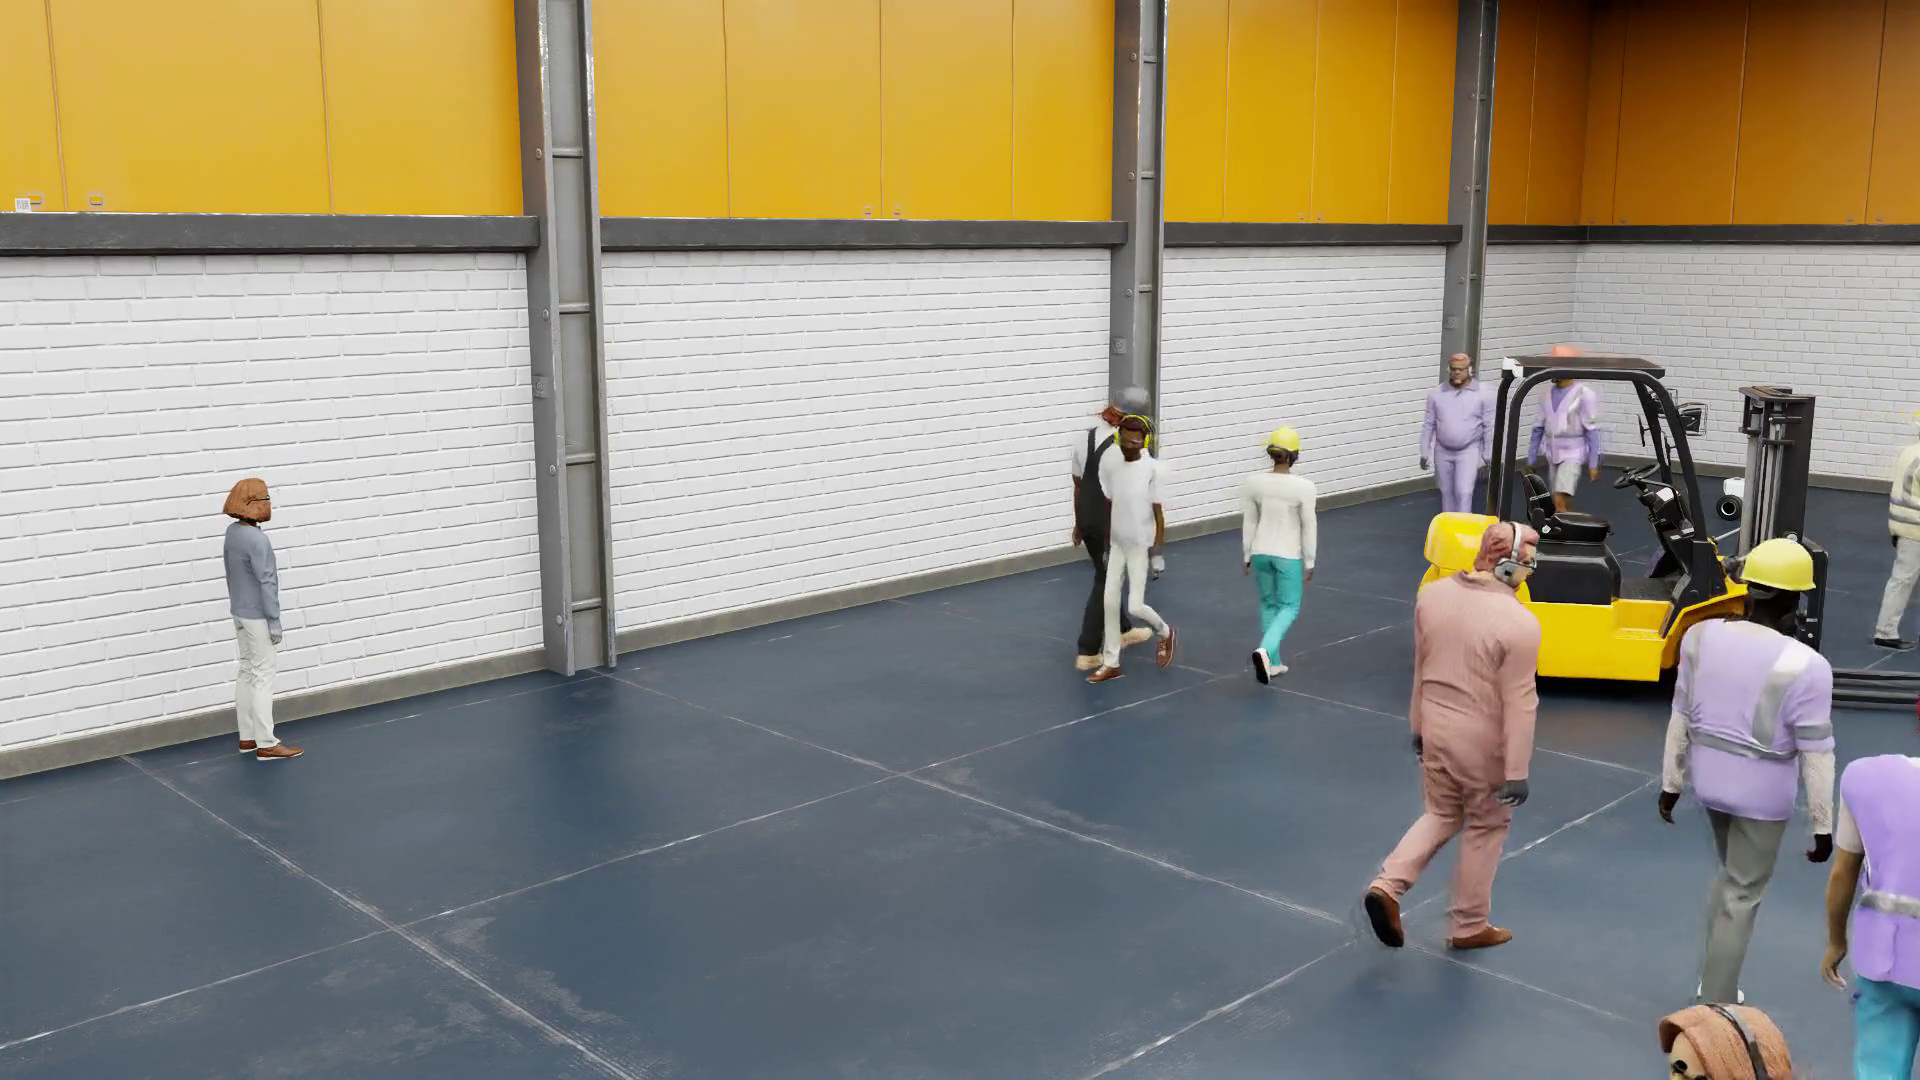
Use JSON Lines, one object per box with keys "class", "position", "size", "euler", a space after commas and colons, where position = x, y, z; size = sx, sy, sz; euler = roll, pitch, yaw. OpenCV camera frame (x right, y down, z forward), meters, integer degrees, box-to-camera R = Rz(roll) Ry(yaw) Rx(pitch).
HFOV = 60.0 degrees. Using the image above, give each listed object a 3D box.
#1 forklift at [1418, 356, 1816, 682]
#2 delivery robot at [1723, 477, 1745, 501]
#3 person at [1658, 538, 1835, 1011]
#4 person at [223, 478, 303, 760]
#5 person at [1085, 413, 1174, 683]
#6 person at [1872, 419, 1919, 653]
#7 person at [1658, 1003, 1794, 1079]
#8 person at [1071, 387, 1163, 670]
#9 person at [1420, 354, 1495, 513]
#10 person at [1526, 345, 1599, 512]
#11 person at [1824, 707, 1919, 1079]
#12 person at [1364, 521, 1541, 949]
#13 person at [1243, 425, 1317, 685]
{"class": "forklift", "position": [4.276, -0.101, 11.076], "size": [2.313, 2.155, 1.214], "euler": [2, 11, 13]}
{"class": "delivery robot", "position": [8.453, -0.510, 17.524], "size": [0.477, 0.478, 0.707], "euler": [-10, 14, -44]}
{"class": "person", "position": [2.982, 0.931, 6.216], "size": [0.569, 1.906, 0.624], "euler": [-5, 12, -27]}
{"class": "person", "position": [-4.052, 0.451, 9.596], "size": [0.270, 1.632, 0.508], "euler": [-10, 14, -44]}
{"class": "person", "position": [1.193, 0.049, 11.227], "size": [0.571, 1.844, 0.615], "euler": [10, 14, 44]}
{"class": "person", "position": [6.988, -0.061, 11.906], "size": [0.739, 1.802, 0.614], "euler": [3, 11, 17]}
{"class": "person", "position": [1.330, 1.642, 3.145], "size": [0.748, 1.602, 0.537], "euler": [-2, 11, -9]}
{"class": "person", "position": [1.102, -0.138, 11.695], "size": [0.878, 2.000, 0.700], "euler": [-6, 12, -30]}
{"class": "person", "position": [4.673, -0.811, 15.776], "size": [0.670, 1.885, 0.719], "euler": [7, 12, 32]}
{"class": "person", "position": [5.379, -0.731, 14.965], "size": [0.813, 2.020, 0.663], "euler": [-5, 12, -26]}
{"class": "person", "position": [2.813, 1.235, 4.810], "size": [0.588, 1.811, 0.802], "euler": [8, 13, 36]}
{"class": "person", "position": [2.046, 0.844, 6.854], "size": [0.680, 1.867, 0.659], "euler": [-5, 12, -27]}
{"class": "person", "position": [2.093, 0.112, 11.118], "size": [0.525, 1.752, 0.653], "euler": [7, 13, 35]}
